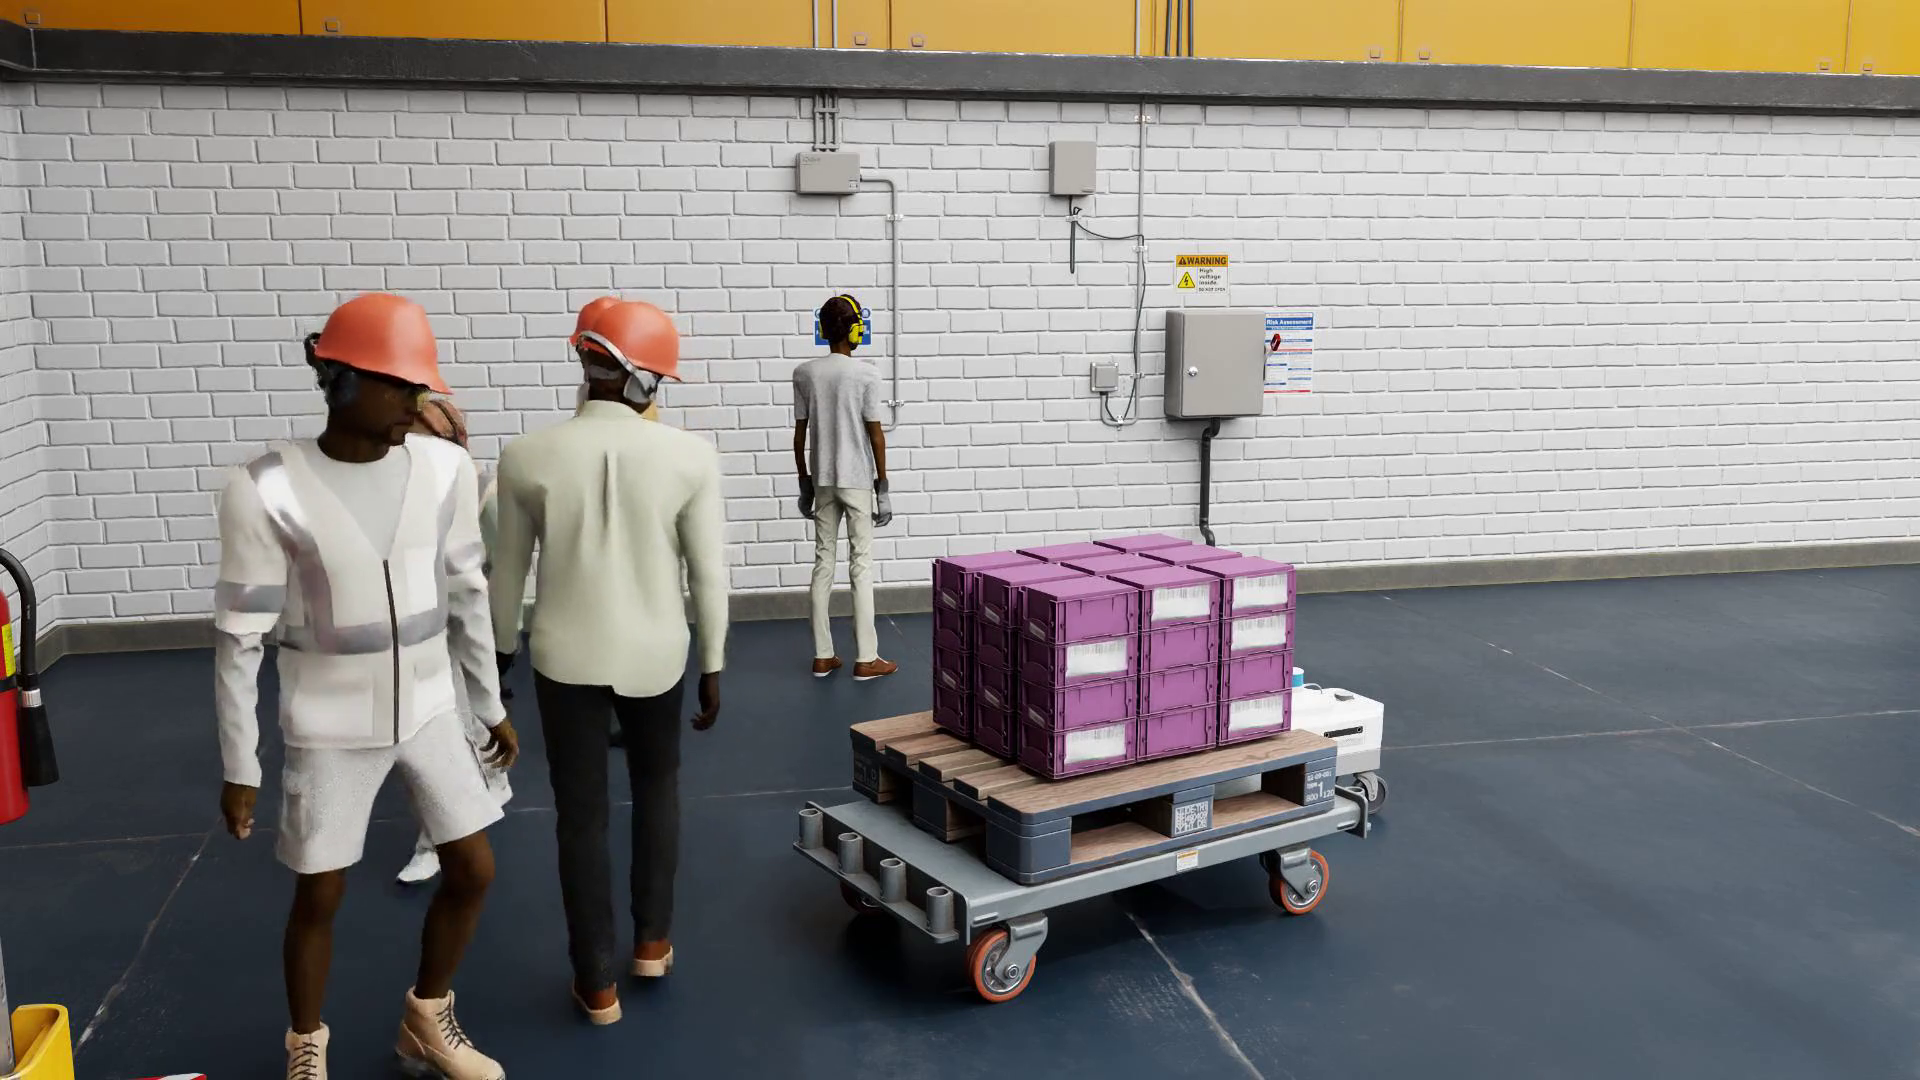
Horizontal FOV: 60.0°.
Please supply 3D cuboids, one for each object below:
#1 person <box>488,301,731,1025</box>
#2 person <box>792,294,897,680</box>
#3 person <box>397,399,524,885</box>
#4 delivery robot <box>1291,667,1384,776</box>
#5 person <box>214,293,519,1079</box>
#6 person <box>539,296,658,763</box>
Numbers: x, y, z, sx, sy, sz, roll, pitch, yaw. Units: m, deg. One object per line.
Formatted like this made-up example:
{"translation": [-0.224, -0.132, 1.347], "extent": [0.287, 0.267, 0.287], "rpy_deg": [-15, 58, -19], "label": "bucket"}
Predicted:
{"translation": [-0.986, 0.326, 4.635], "extent": [0.648, 1.957, 0.614], "rpy_deg": [-3, 11, -15], "label": "person"}
{"translation": [-0.563, -0.251, 8.090], "extent": [0.518, 1.874, 0.327], "rpy_deg": [5, 11, 24], "label": "person"}
{"translation": [-1.781, 0.306, 5.769], "extent": [0.520, 1.592, 0.839], "rpy_deg": [4, 11, 23], "label": "person"}
{"translation": [1.212, 0.712, 6.143], "extent": [0.707, 0.478, 0.477], "rpy_deg": [-5, 11, -27], "label": "delivery robot"}
{"translation": [-1.405, 0.430, 3.960], "extent": [0.727, 2.011, 0.564], "rpy_deg": [-9, 14, -42], "label": "person"}
{"translation": [-1.454, -0.042, 6.825], "extent": [0.595, 1.907, 0.665], "rpy_deg": [-6, 12, -32], "label": "person"}
